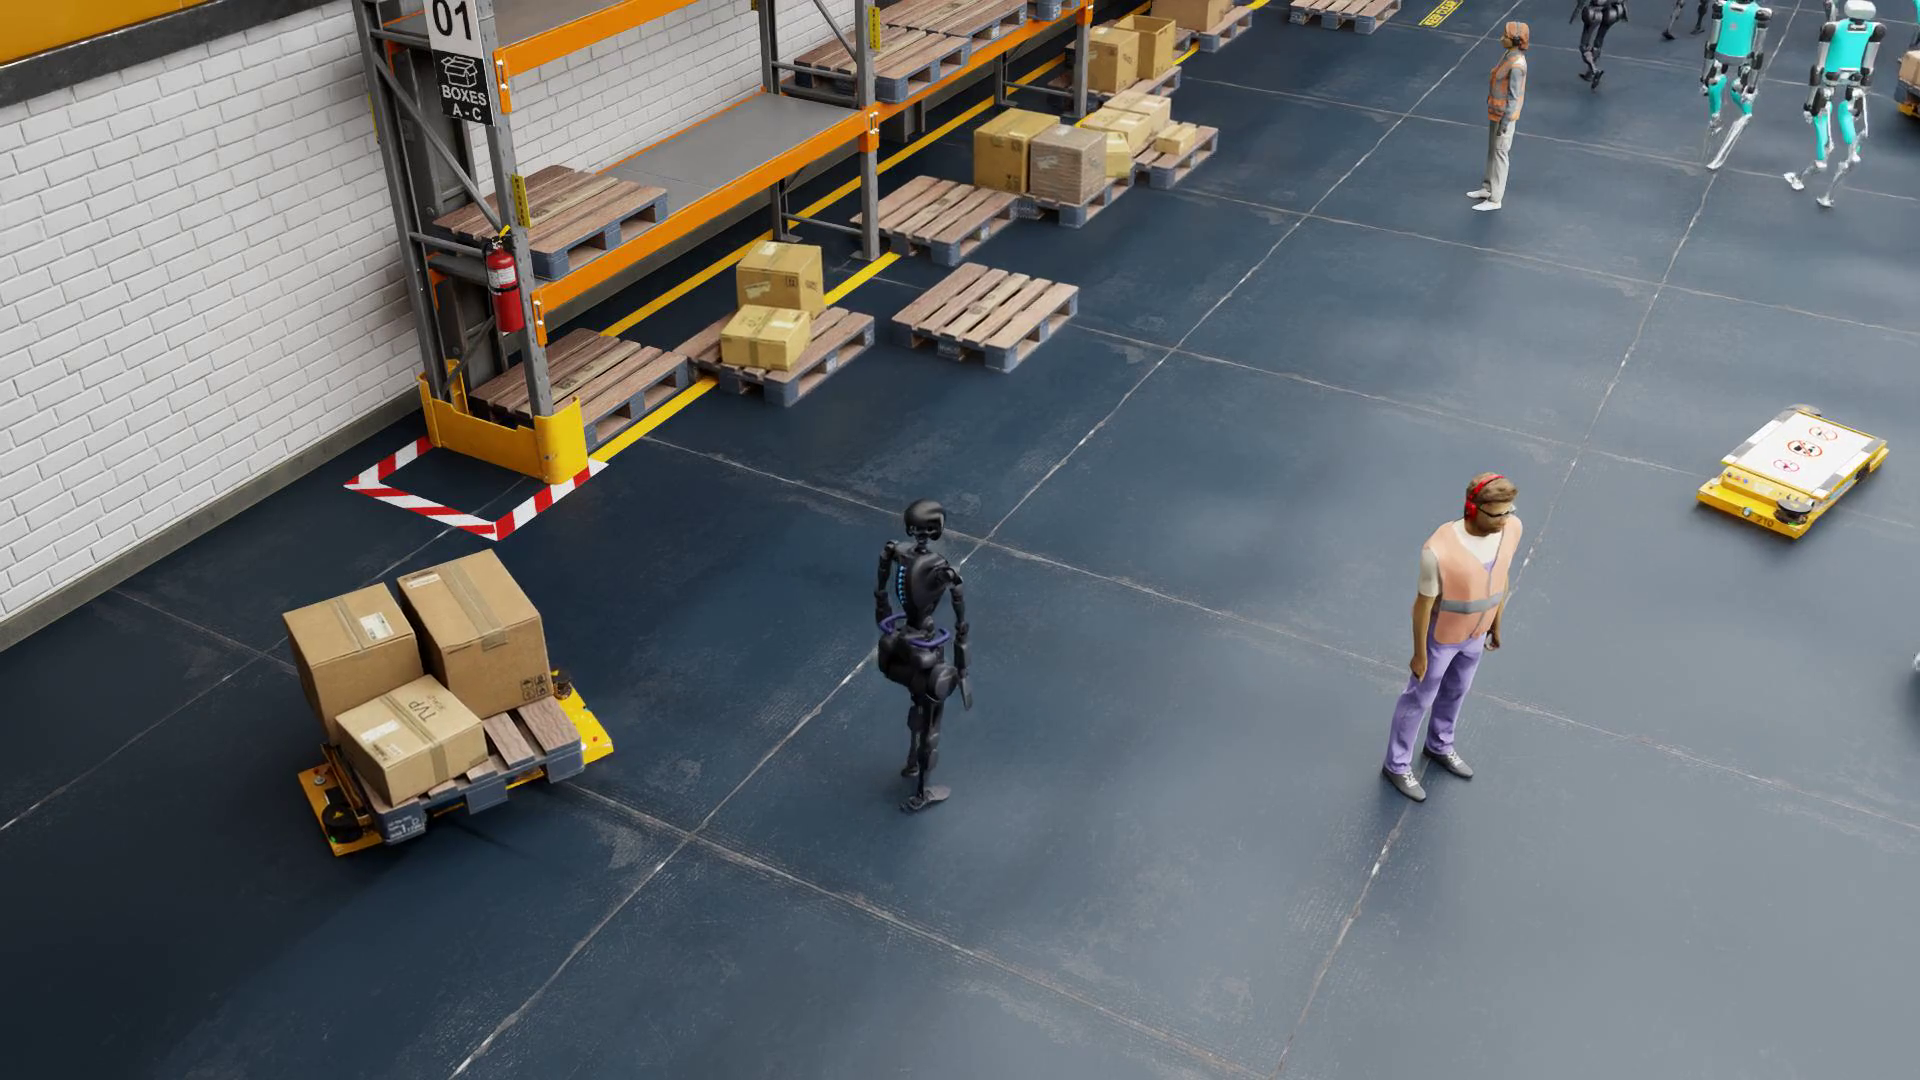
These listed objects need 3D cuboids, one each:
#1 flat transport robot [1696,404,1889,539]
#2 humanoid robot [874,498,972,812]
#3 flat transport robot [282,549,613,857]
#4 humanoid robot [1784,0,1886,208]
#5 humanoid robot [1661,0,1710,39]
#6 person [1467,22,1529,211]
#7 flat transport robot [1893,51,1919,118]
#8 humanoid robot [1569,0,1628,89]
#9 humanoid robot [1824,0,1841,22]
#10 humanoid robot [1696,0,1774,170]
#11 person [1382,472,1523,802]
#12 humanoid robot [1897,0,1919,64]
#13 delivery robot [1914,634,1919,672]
[{"bbox_3d":[5.461,-0.470,10.859,1.431,0.231,0.659,-28,43,-35],"label":"flat transport robot"},{"bbox_3d":[-0.191,0.564,8.018,0.610,1.637,0.433,24,40,32],"label":"humanoid robot"},{"bbox_3d":[-2.570,1.101,8.482,1.431,0.231,0.659,-20,38,-27],"label":"flat transport robot"},{"bbox_3d":[7.665,-3.738,14.475,0.537,1.764,0.904,2,34,3],"label":"humanoid robot"},{"bbox_3d":[8.327,-6.464,18.712,0.772,1.646,0.608,-26,41,-33],"label":"humanoid robot"},{"bbox_3d":[4.721,-3.689,14.484,0.304,1.640,0.521,4,34,6],"label":"person"},{"bbox_3d":[9.980,-4.093,16.340,0.659,0.231,1.431,-5,34,-7],"label":"flat transport robot"},{"bbox_3d":[6.715,-5.544,17.265,0.615,1.632,0.581,-5,34,-8],"label":"humanoid robot"},{"bbox_3d":[9.979,-6.425,18.587,0.531,1.815,0.831,-28,43,-36],"label":"humanoid robot"},{"bbox_3d":[7.102,-4.179,15.215,0.706,1.882,0.540,-25,41,-33],"label":"humanoid robot"},{"bbox_3d":[2.380,0.444,8.062,0.559,1.834,0.388,-18,37,-25],"label":"person"},{"bbox_3d":[10.431,-5.899,17.740,0.565,1.785,0.683,-6,34,-9],"label":"humanoid robot"},{"bbox_3d":[5.431,0.663,8.871,0.505,0.578,0.749,3,34,5],"label":"delivery robot"}]
